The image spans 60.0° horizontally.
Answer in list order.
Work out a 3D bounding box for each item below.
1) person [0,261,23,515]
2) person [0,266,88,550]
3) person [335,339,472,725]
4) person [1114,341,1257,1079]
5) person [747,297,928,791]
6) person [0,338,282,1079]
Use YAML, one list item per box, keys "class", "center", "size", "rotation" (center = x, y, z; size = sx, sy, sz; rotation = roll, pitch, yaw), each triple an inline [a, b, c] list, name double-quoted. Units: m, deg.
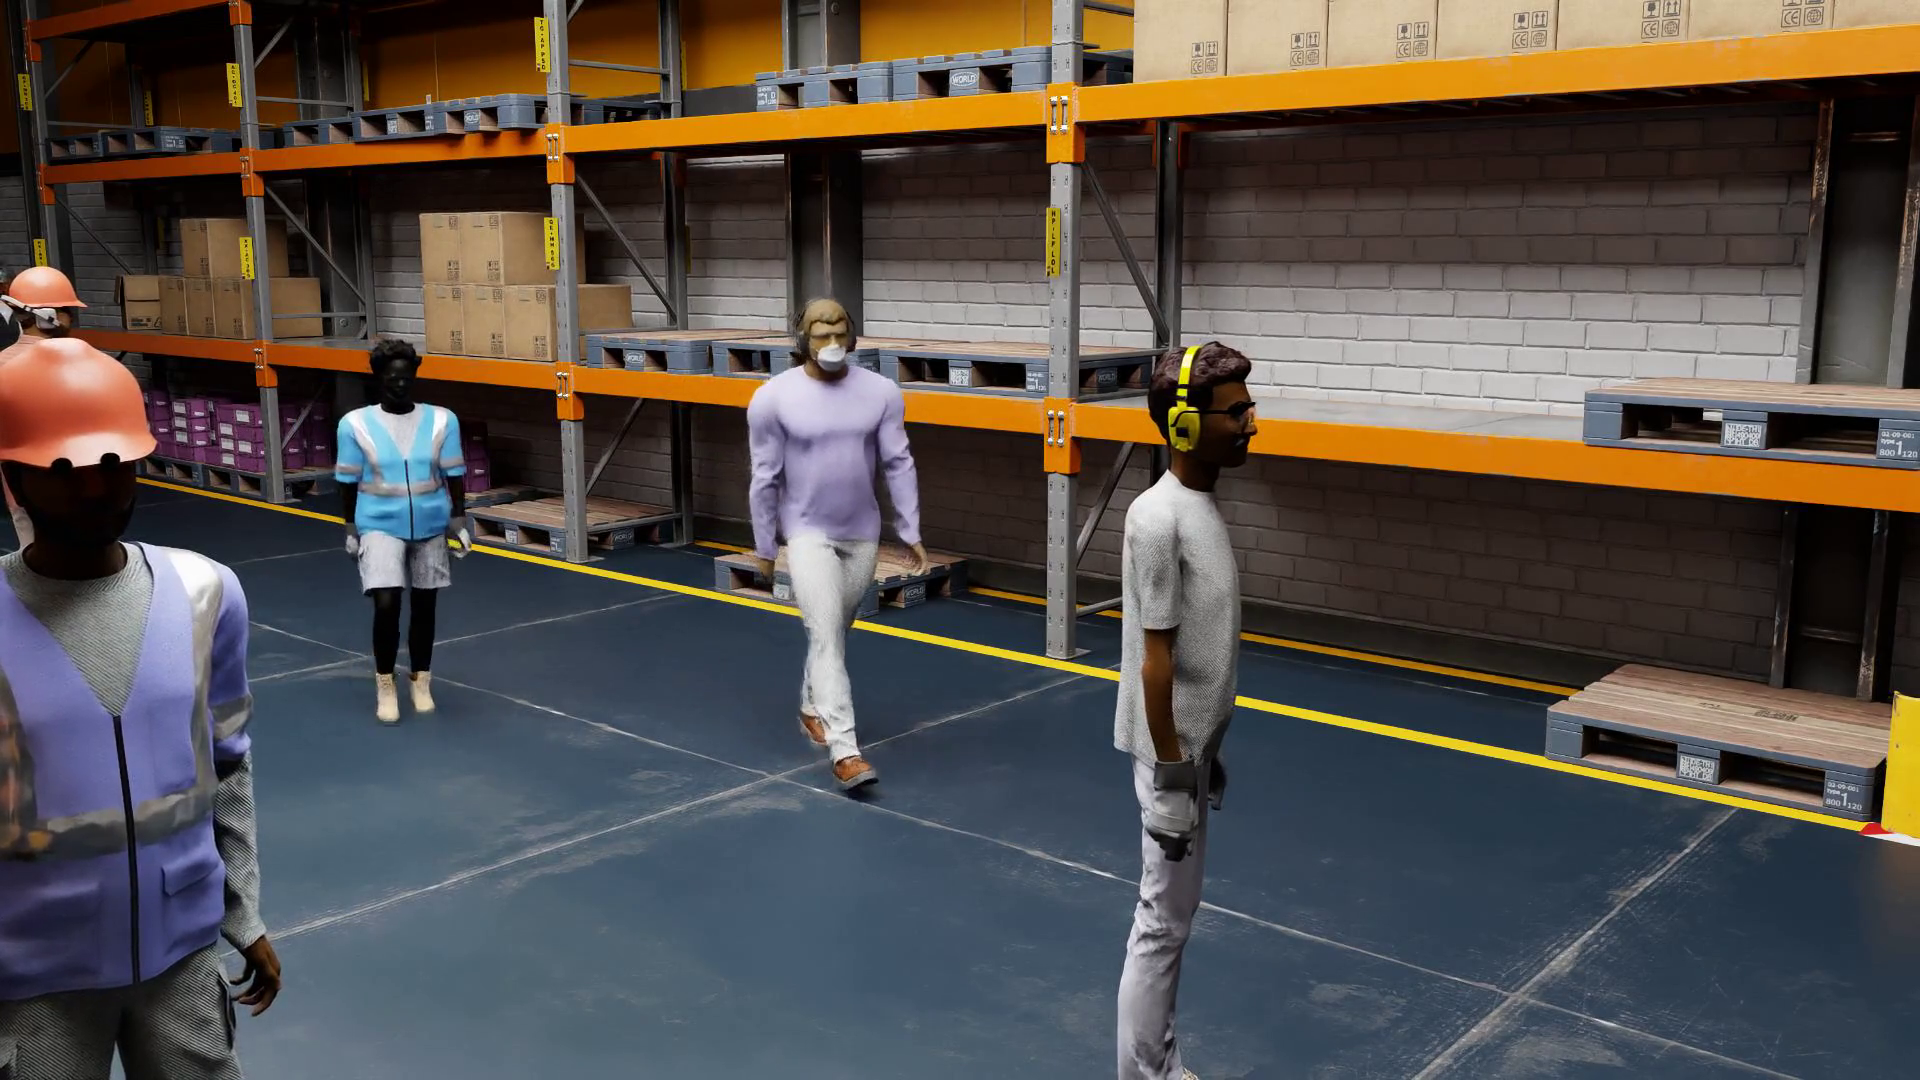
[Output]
- class: "person"
  center: [-7.475, -1.234, 13.106]
  size: [0.691, 2.000, 1.039]
  rotation: [-6, 12, -31]
- class: "person"
  center: [-3.984, -0.196, 7.329]
  size: [0.622, 1.992, 0.395]
  rotation: [7, 12, 33]
- class: "person"
  center: [-2.411, -0.031, 7.263]
  size: [0.540, 1.680, 0.501]
  rotation: [-6, 12, -30]
- class: "person"
  center: [0.522, 0.490, 3.776]
  size: [0.328, 1.873, 0.519]
  rotation: [3, 10, 15]
- class: "person"
  center: [-0.489, -0.009, 6.573]
  size: [0.650, 1.884, 1.030]
  rotation: [-5, 11, -25]
- class: "person"
  center: [-1.368, 0.648, 2.684]
  size: [0.373, 1.939, 0.545]
  rotation: [9, 13, 42]
